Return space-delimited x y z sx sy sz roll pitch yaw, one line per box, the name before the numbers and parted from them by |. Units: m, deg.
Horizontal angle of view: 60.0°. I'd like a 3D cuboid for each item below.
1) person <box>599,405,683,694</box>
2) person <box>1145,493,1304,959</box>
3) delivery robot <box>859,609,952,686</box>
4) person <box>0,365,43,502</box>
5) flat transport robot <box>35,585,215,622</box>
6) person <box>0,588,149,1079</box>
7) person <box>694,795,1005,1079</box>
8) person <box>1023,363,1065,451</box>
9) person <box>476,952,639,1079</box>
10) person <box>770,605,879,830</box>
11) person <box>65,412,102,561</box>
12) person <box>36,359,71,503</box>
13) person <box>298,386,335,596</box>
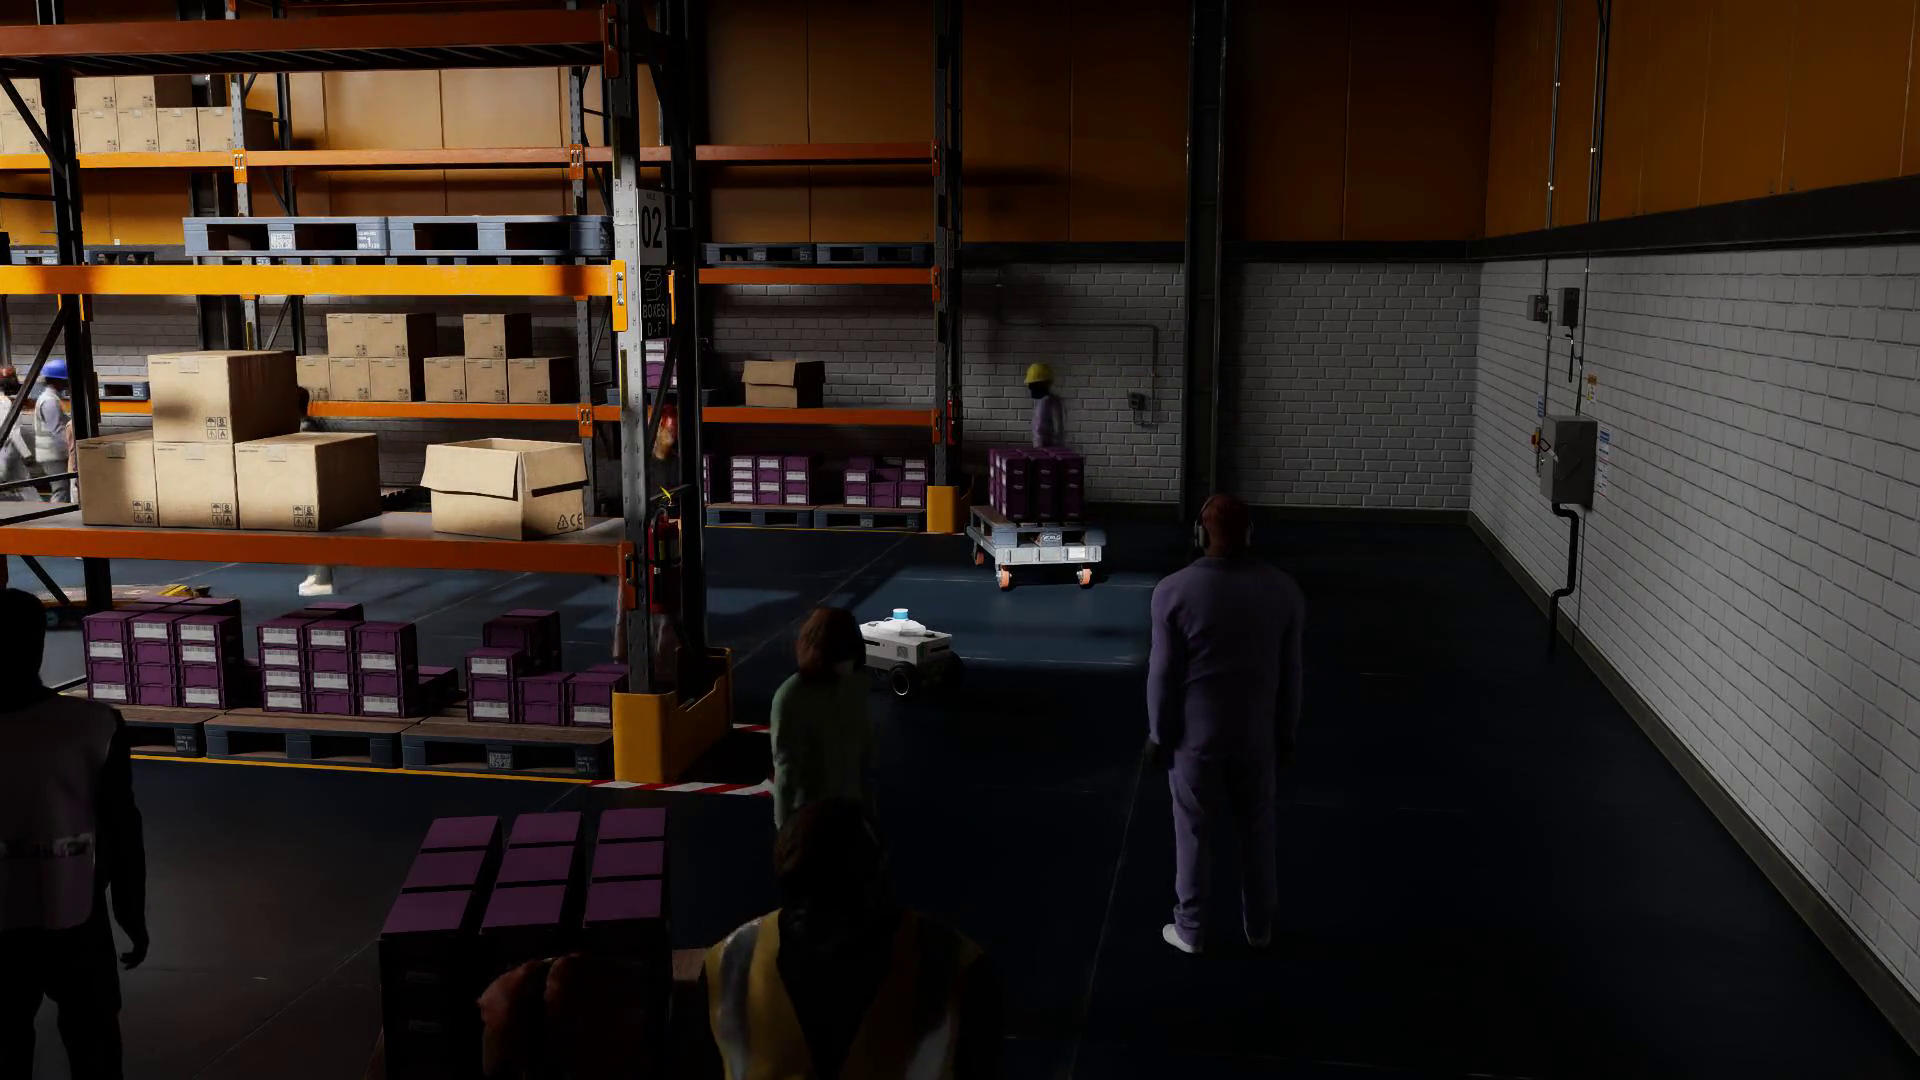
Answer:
person | -2.036 0.089 10.829 0.721 1.947 0.588 -5 10 -26
person | 1.067 0.756 6.815 0.652 1.904 0.403 -1 9 -8
delivery robot | -0.394 0.700 11.048 0.707 0.478 0.477 8 12 41
person | -9.919 -0.907 17.395 1.009 1.826 0.589 -5 11 -30
flat transport robot | -6.840 0.515 13.362 1.431 0.197 0.652 -1 9 -5
person | -2.629 1.088 4.729 0.587 1.914 0.392 -3 10 -19
person | -0.212 1.365 3.313 0.629 1.820 0.771 1 9 5
person | 0.845 -0.797 16.449 0.477 1.905 0.587 2 9 10
person | -0.543 1.491 2.405 0.495 1.858 0.595 -4 10 -25
person | -0.534 1.010 6.128 0.481 1.607 0.559 8 12 39
person | -8.489 -0.618 16.165 0.315 1.638 0.515 -1 9 -4
person | -9.007 -0.853 16.735 0.499 1.924 0.611 -2 9 -15
person | -5.643 -0.417 14.331 0.441 1.826 0.529 -4 10 -21
